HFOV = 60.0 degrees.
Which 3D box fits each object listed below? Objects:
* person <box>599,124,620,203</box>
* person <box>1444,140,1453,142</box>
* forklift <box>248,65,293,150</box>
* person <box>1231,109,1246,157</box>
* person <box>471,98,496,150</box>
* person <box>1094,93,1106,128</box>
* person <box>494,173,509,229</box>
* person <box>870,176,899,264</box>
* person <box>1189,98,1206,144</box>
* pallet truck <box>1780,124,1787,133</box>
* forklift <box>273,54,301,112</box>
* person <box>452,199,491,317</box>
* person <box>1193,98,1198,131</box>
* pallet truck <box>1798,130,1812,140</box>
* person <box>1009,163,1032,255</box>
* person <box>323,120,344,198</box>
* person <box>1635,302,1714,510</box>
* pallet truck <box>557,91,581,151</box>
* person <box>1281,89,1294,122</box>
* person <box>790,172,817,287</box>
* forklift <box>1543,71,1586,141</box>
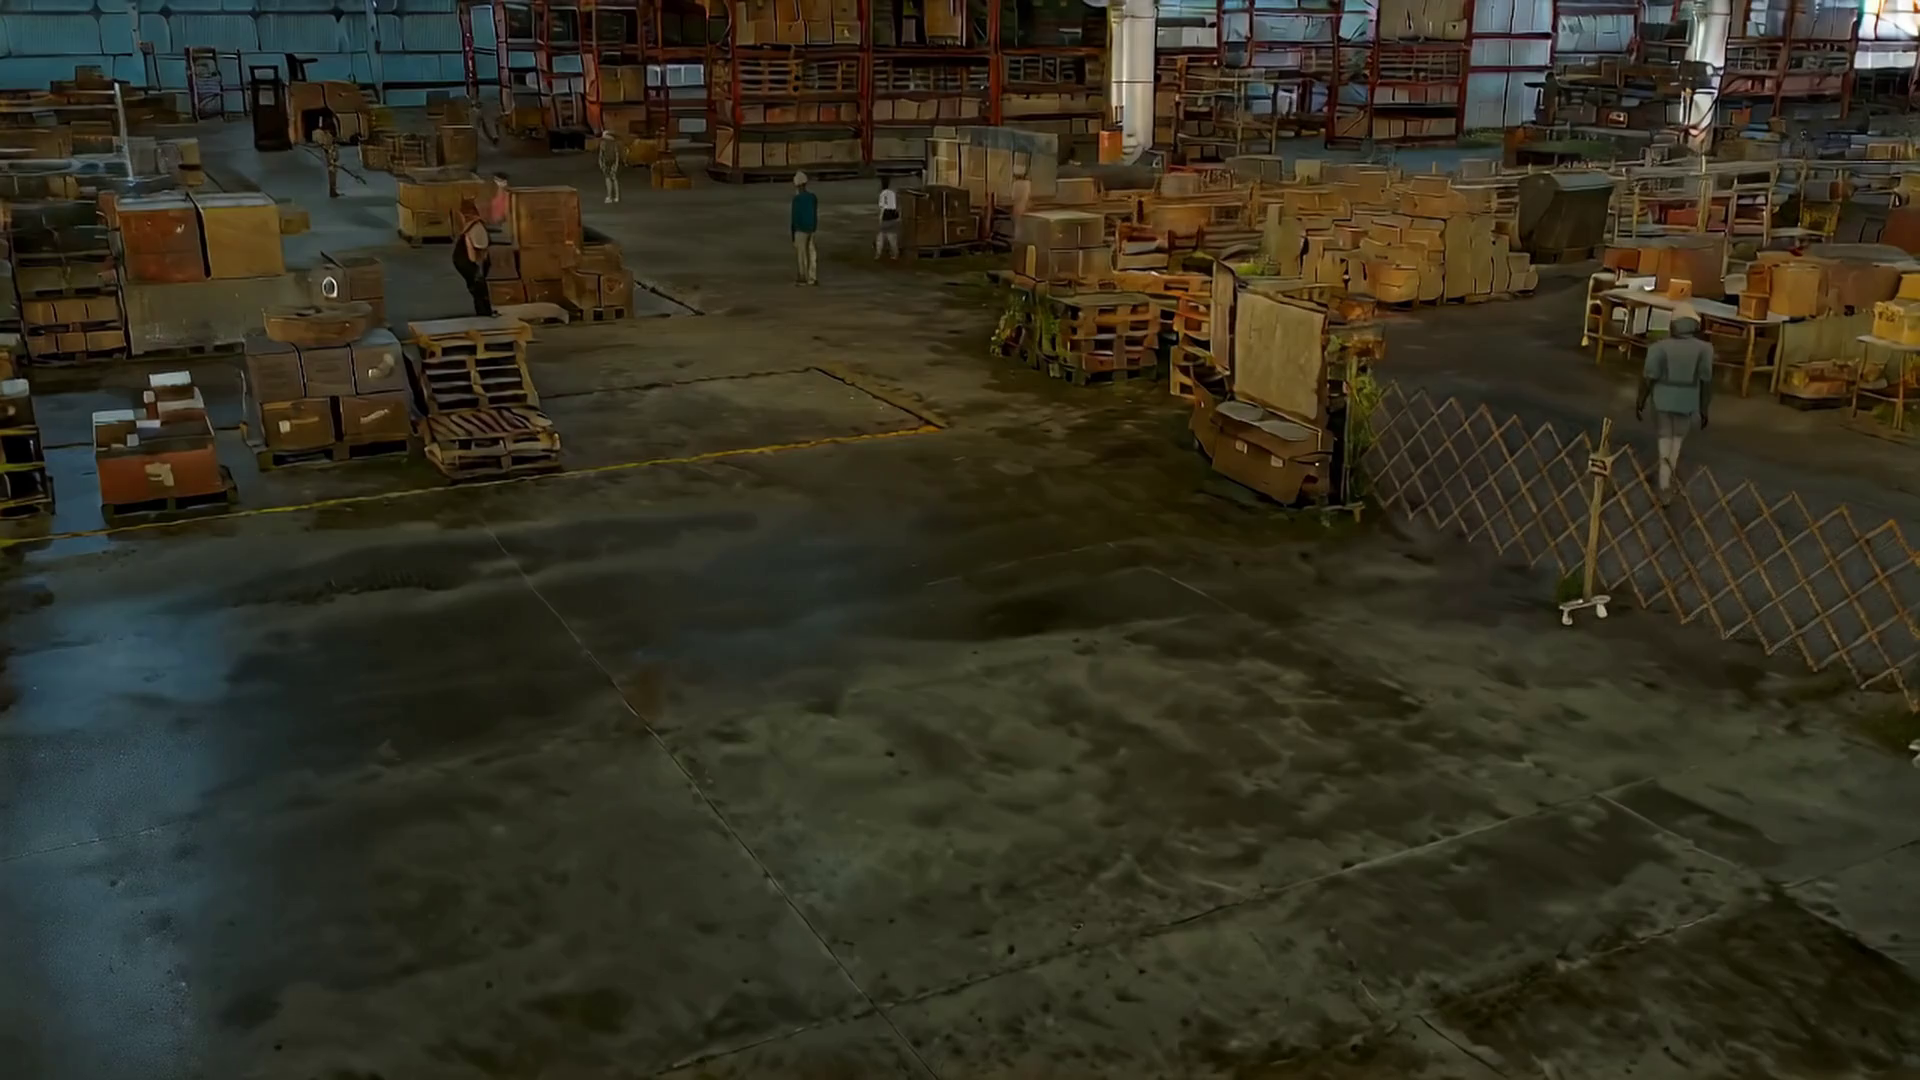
[{"bbox_3d":[-8.853,-9.480,41.908,0.379,1.938,0.547,15,23,39],"label":"person"},{"bbox_3d":[17.882,-15.354,60.706,0.286,1.636,0.498,17,24,42],"label":"person"},{"bbox_3d":[-23.973,-14.996,57.585,1.129,2.768,1.873,-9,20,-27],"label":"forklift"},{"bbox_3d":[8.919,-12.992,53.333,0.543,1.641,0.887,-8,20,-25],"label":"person"},{"bbox_3d":[-16.410,-14.219,56.948,1.058,1.788,0.520,-16,24,-41],"label":"person"},{"bbox_3d":[5.607,-17.228,66.499,0.550,1.664,0.742,-1,18,-3],"label":"person"},{"bbox_3d":[-8.843,-6.204,32.028,0.874,1.732,0.530,1,18,4],"label":"person"},{"bbox_3d":[-1.445,-6.153,31.983,0.708,1.651,0.597,15,23,38],"label":"person"},{"bbox_3d":[8.565,-15.251,59.993,0.653,1.888,1.036,0,18,1],"label":"person"},{"bbox_3d":[25.206,-12.542,52.601,1.601,1.201,0.680,0,18,-2],"label":"pallet truck"},{"bbox_3d":[-28.193,-19.170,70.598,1.873,2.768,1.129,-9,20,-26],"label":"forklift"},{"bbox_3d":[-7.307,-4.074,24.888,0.538,2.000,0.689,-8,20,-24],"label":"person"},{"bbox_3d":[9.331,-17.074,65.605,0.459,1.926,0.573,2,18,5],"label":"person"},{"bbox_3d":[25.526,-11.556,49.408,1.630,1.274,0.653,-9,20,-26],"label":"pallet truck"},{"bbox_3d":[1.178,-6.544,32.949,0.421,1.816,0.616,-9,20,-26],"label":"person"},{"bbox_3d":[-16.251,-9.855,43.030,0.367,1.966,0.606,-4,18,-13],"label":"person"},{"bbox_3d":[7.058,-1.367,16.518,0.636,1.990,1.049,3,18,10],"label":"person"},{"bbox_3d":[-13.495,-14.412,57.188,0.823,1.965,1.885,-3,18,-9],"label":"pallet truck"},{"bbox_3d":[13.265,-17.408,67.157,0.838,1.605,0.520,-10,20,-27],"label":"person"},{"bbox_3d":[-2.768,-5.454,29.263,0.393,1.995,0.612,14,22,36],"label":"person"},{"bbox_3d":[18.685,-13.231,52.085,1.873,2.768,1.129,-9,20,-26],"label":"forklift"}]
